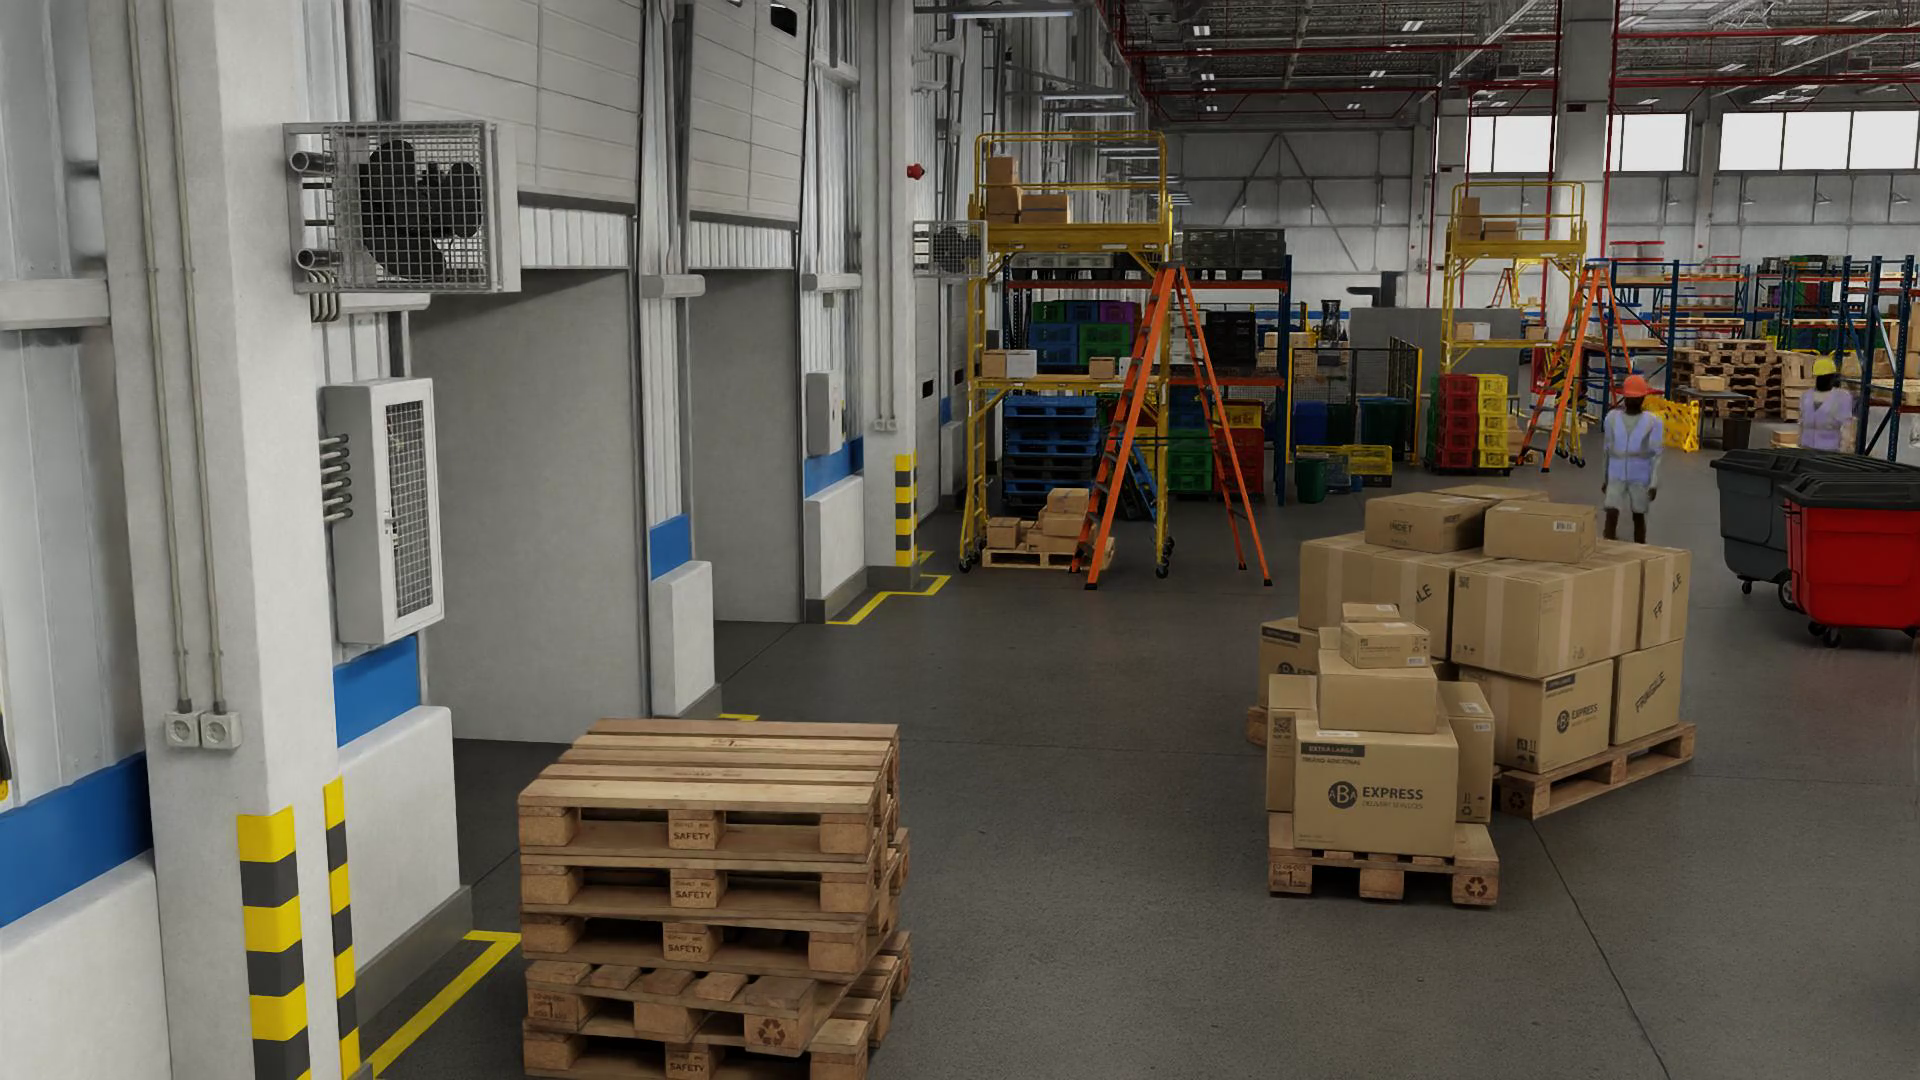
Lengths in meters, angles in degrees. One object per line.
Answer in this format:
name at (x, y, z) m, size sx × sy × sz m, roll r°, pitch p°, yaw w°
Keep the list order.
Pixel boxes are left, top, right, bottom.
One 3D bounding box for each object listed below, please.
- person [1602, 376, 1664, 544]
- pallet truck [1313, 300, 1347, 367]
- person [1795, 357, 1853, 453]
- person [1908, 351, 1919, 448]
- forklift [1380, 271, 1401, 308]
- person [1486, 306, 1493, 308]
person at (6.160, -0.563, 15.318) m, size 0.552 × 1.878 × 0.998 m, roll 6°, pitch 11°, yaw 34°
pallet truck at (11.159, -6.200, 49.718) m, size 0.823 × 1.965 × 1.885 m, roll 4°, pitch 10°, yaw 26°
person at (9.497, -1.055, 18.271) m, size 0.638 × 1.911 × 0.592 m, roll -6°, pitch 11°, yaw -32°
person at (15.513, -2.342, 26.738) m, size 0.323 × 1.736 × 0.488 m, roll 4°, pitch 10°, yaw 25°
forklift at (10.804, -5.390, 42.010) m, size 1.873 × 2.768 × 1.129 m, roll 1°, pitch 9°, yaw 9°
person at (17.319, -6.834, 54.551) m, size 0.542 × 1.697 × 0.316 m, roll -7°, pitch 11°, yaw -35°
